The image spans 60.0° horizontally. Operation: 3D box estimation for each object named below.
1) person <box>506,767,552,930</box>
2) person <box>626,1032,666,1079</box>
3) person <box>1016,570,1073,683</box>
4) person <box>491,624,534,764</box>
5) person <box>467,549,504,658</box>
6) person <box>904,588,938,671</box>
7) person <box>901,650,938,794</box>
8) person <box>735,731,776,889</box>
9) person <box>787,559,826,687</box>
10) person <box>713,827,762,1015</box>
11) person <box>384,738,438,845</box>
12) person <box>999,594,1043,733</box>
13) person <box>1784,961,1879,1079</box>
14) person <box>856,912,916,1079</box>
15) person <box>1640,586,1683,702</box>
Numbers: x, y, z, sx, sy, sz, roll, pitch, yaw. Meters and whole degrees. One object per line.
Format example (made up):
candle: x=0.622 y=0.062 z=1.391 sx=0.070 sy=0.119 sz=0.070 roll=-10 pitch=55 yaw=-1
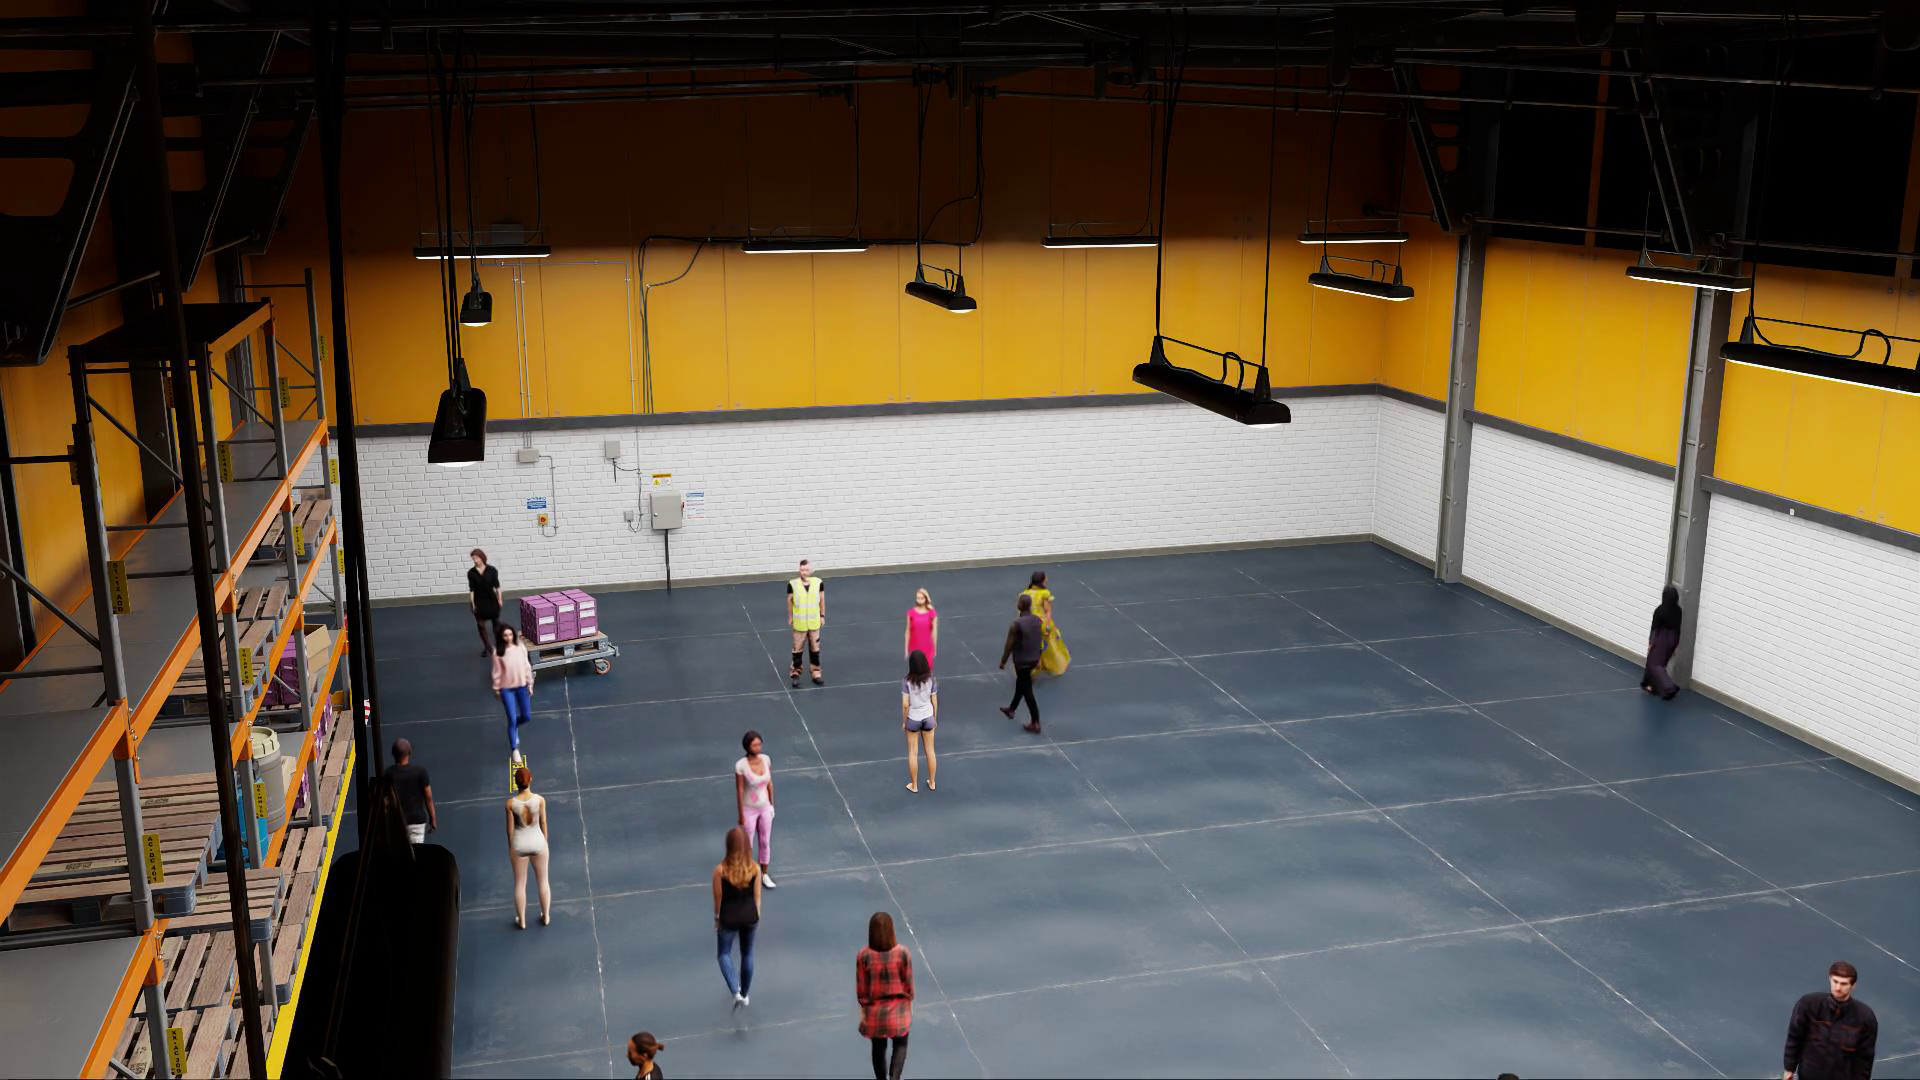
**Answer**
person: x=-4.235 y=3.014 z=16.342 sx=0.539 sy=1.643 sz=0.476 roll=-4 pitch=14 yaw=-17
person: x=-2.126 y=4.166 z=11.531 sx=0.645 sy=1.668 sz=0.471 roll=-3 pitch=14 yaw=-11
person: x=1.053 y=1.260 z=23.624 sx=1.264 sy=1.625 sz=1.195 roll=11 pitch=18 yaw=39
person: x=-5.605 y=1.878 z=20.803 sx=0.812 sy=1.752 sz=0.982 roll=-8 pitch=16 yaw=-31
person: x=-7.066 y=0.941 z=24.844 sx=0.743 sy=1.671 sz=0.643 roll=-7 pitch=15 yaw=-27
person: x=-0.508 y=1.478 z=22.596 sx=0.862 sy=1.685 sz=1.126 roll=2 pitch=14 yaw=8
person: x=-0.480 y=2.143 z=19.749 sx=0.582 sy=1.732 sz=0.506 roll=-4 pitch=14 yaw=-16
person: x=-2.113 y=2.780 z=17.104 sx=0.635 sy=1.740 sz=0.646 roll=-11 pitch=17 yaw=-38
person: x=-2.176 y=1.156 z=23.587 sx=0.674 sy=1.845 sz=0.683 roll=-4 pitch=14 yaw=-14
person: x=-1.952 y=3.383 z=14.674 sx=0.603 sy=1.712 sz=0.824 roll=-4 pitch=14 yaw=-18
person: x=-5.513 y=2.902 z=16.581 sx=0.658 sy=1.749 sz=1.257 roll=-3 pitch=14 yaw=-14
person: x=0.911 y=1.631 z=21.719 sx=1.198 sy=1.800 sz=1.058 roll=12 pitch=18 yaw=40
person: x=6.396 y=3.921 z=12.241 sx=1.187 sy=1.811 sz=1.224 roll=9 pitch=16 yaw=32
person: x=-0.586 y=3.769 z=13.132 sx=0.774 sy=1.686 sz=0.956 roll=1 pitch=14 yaw=3
person: x=9.741 y=1.438 z=22.956 sx=0.609 sy=1.595 sz=0.983 roll=-4 pitch=14 yaw=-15
